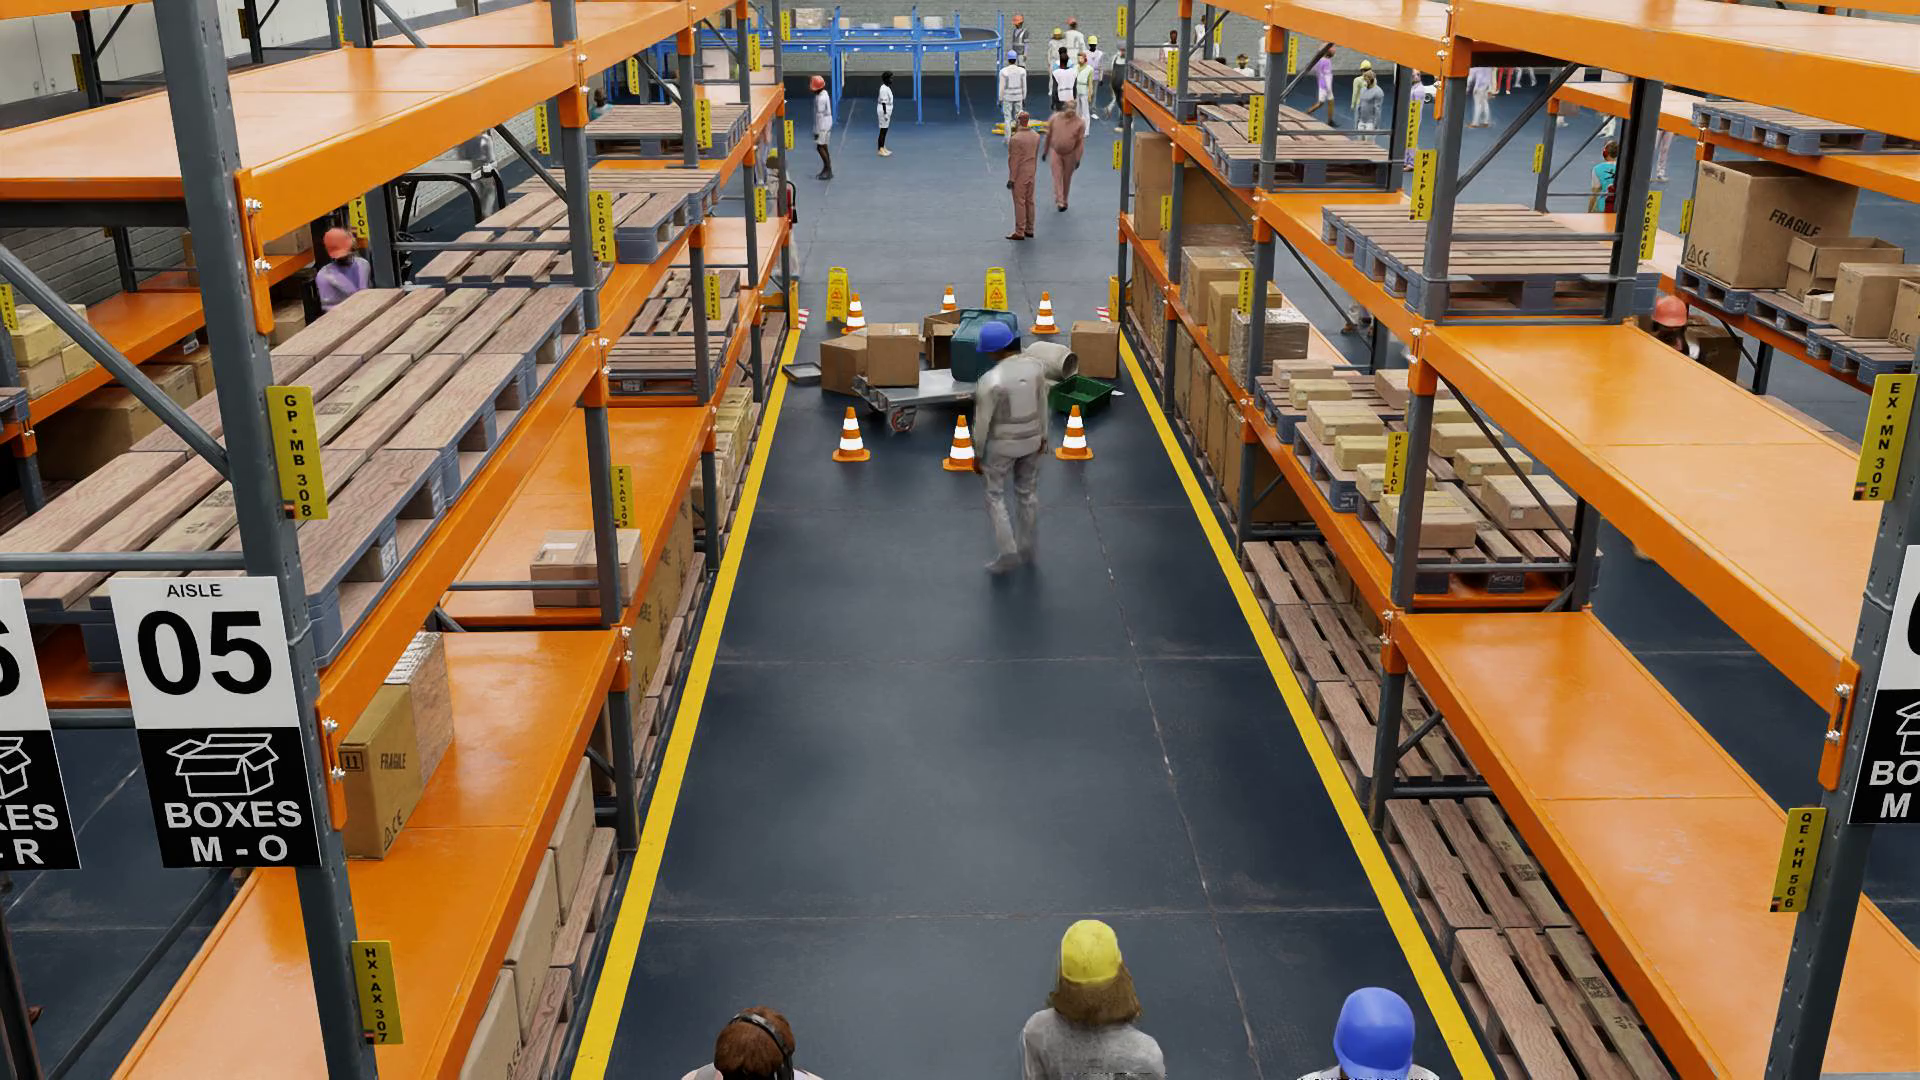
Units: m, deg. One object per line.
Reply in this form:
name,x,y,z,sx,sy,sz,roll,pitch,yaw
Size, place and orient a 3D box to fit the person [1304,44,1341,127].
person,8.286,-10.399,38.040,0.899,1.906,0.547,5,21,14

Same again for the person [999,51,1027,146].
person,1.106,-9.340,35.173,0.612,1.943,0.404,-6,21,-15

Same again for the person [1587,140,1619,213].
person,8.636,-4.398,22.249,0.572,1.843,0.373,-7,22,-17

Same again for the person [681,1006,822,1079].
person,-0.565,2.167,4.904,0.634,1.841,0.429,5,21,14

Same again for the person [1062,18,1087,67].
person,3.135,-13.023,44.843,0.720,1.993,0.671,19,28,40

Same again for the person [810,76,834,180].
person,-2.520,-7.598,30.673,0.391,1.883,0.646,2,21,6

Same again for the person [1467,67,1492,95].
person,13.956,-12.890,44.729,1.006,1.835,0.575,19,28,40

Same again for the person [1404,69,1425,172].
person,8.579,-7.980,31.639,0.409,1.904,0.640,1,21,3

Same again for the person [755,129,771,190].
person,-3.504,-7.056,29.446,0.355,1.732,0.595,1,21,2

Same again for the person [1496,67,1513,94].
person,14.839,-12.992,45.090,0.526,1.757,0.343,6,22,15

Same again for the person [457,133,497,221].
person,-7.419,-5.660,25.624,0.614,1.814,0.427,2,21,4

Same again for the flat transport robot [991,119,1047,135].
flat transport robot,1.414,-9.256,37.282,0.652,0.197,1.431,18,27,39

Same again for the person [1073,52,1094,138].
person,2.682,-9.723,36.343,0.394,1.836,0.560,-17,27,-38

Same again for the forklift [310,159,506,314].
forklift,-5.622,-2.910,17.832,2.313,2.155,1.214,-1,21,-1

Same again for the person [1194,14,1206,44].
person,7.178,-14.570,49.133,0.564,1.847,0.395,13,24,31

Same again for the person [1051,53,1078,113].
person,2.183,-9.224,34.900,0.593,1.922,0.391,-10,23,-25

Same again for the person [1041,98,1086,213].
person,1.700,-6.329,27.373,0.709,1.836,0.985,1,21,2

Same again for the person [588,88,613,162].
person,-6.218,-6.986,29.105,0.501,1.834,0.516,2,21,6

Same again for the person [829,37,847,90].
person,-3.384,-13.360,46.231,0.498,1.634,0.280,-1,21,-4

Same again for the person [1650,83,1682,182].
person,12.846,-7.538,30.344,0.619,1.990,0.395,-3,21,-8

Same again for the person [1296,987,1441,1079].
person,1.122,2.122,4.878,0.607,1.943,0.403,-6,21,-15

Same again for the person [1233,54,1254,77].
person,6.004,-9.416,35.510,0.543,1.855,0.459,9,23,23

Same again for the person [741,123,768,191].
person,-3.702,-7.153,29.341,0.642,1.978,0.430,4,21,11

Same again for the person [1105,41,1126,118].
person,3.781,-10.887,39.410,0.801,1.847,0.523,16,26,36

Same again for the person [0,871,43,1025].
person,-4.339,1.435,7.126,0.507,1.632,0.275,-2,21,-5

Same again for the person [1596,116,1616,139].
person,14.205,-9.657,36.313,0.336,1.746,0.589,-3,21,-9

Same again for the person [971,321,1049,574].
person,0.408,-0.684,12.365,0.667,1.908,0.457,-14,25,-32

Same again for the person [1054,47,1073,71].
person,2.436,-10.806,39.401,0.531,1.692,0.320,-10,23,-24

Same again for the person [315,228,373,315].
person,-5.689,-1.976,15.649,0.521,1.989,0.732,9,23,24

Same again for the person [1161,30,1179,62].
person,5.315,-11.779,41.658,0.598,1.917,0.378,-1,21,-1

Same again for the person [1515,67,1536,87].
person,16.038,-13.703,47.057,0.484,1.685,0.873,18,27,40

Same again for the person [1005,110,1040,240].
person,0.916,-5.494,25.060,0.406,1.910,0.639,15,25,34

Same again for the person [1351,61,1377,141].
person,8.458,-9.153,34.928,0.532,1.767,0.328,-5,21,-12

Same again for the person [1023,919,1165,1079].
person,0.400,2.053,5.369,0.511,1.712,0.681,13,24,31

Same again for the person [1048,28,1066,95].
person,2.613,-12.903,44.872,0.484,1.745,0.297,1,21,2

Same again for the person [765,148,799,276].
person,-2.406,-4.431,22.528,0.532,1.703,0.498,12,24,29

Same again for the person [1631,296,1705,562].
person,5.367,-0.918,12.849,0.621,1.999,1.025,3,21,8

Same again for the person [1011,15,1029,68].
person,1.612,-13.405,45.795,0.389,2.036,0.605,-17,27,-38

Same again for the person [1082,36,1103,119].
person,3.131,-11.014,39.622,0.585,1.929,0.375,-5,21,-13

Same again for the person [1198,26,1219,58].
person,6.875,-13.402,46.055,0.600,1.833,0.964,0,21,0

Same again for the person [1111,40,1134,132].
person,3.722,-10.277,37.519,0.689,2.000,0.936,17,27,38

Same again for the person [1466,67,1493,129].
person,11.870,-10.346,37.858,0.385,1.944,0.630,16,26,36

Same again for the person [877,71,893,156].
person,-1.507,-8.630,33.669,0.334,1.686,0.534,2,21,6

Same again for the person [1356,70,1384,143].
person,7.627,-7.782,31.089,0.377,1.927,0.636,-9,22,-22
